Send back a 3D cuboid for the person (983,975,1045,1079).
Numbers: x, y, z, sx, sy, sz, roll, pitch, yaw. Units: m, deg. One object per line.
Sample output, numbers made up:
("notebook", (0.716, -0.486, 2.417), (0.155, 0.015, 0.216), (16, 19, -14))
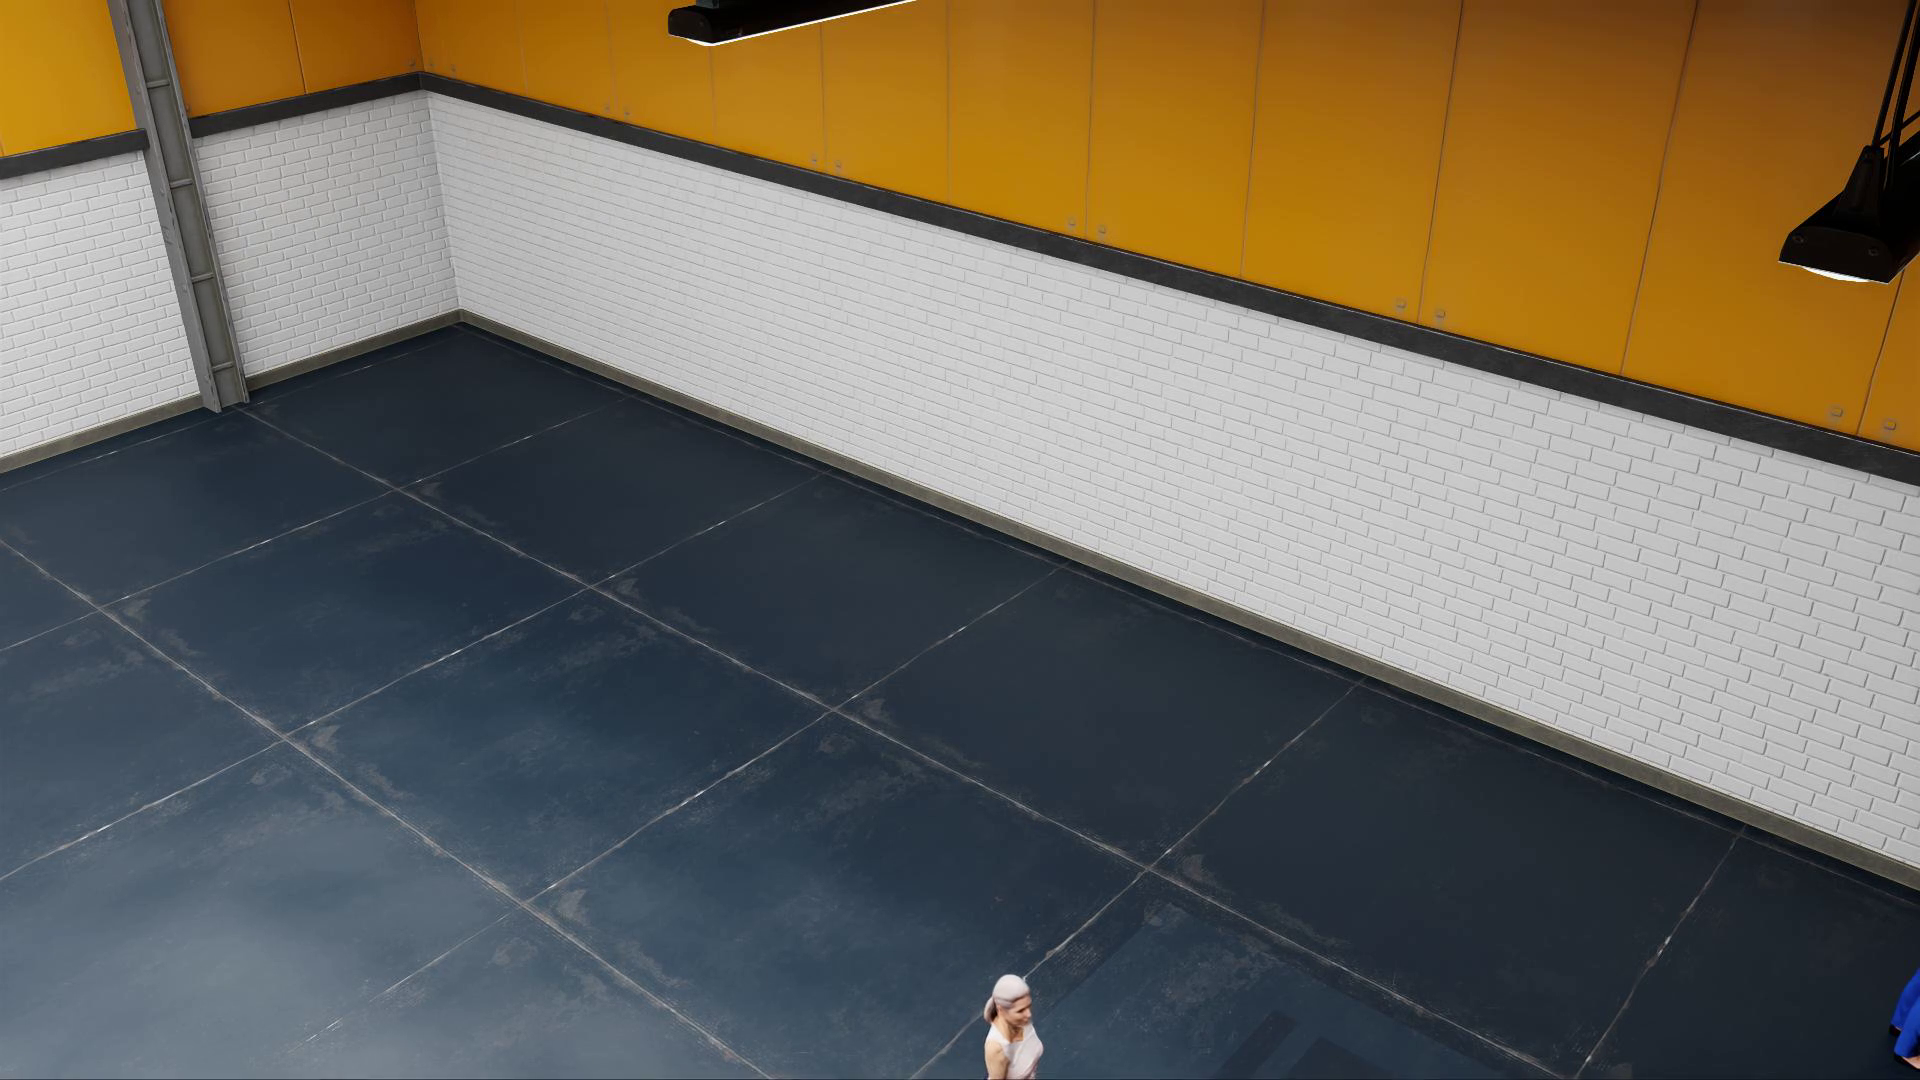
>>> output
("person", (0.222, 2.890, 8.528), (0.728, 1.702, 0.580), (11, 30, 19))
